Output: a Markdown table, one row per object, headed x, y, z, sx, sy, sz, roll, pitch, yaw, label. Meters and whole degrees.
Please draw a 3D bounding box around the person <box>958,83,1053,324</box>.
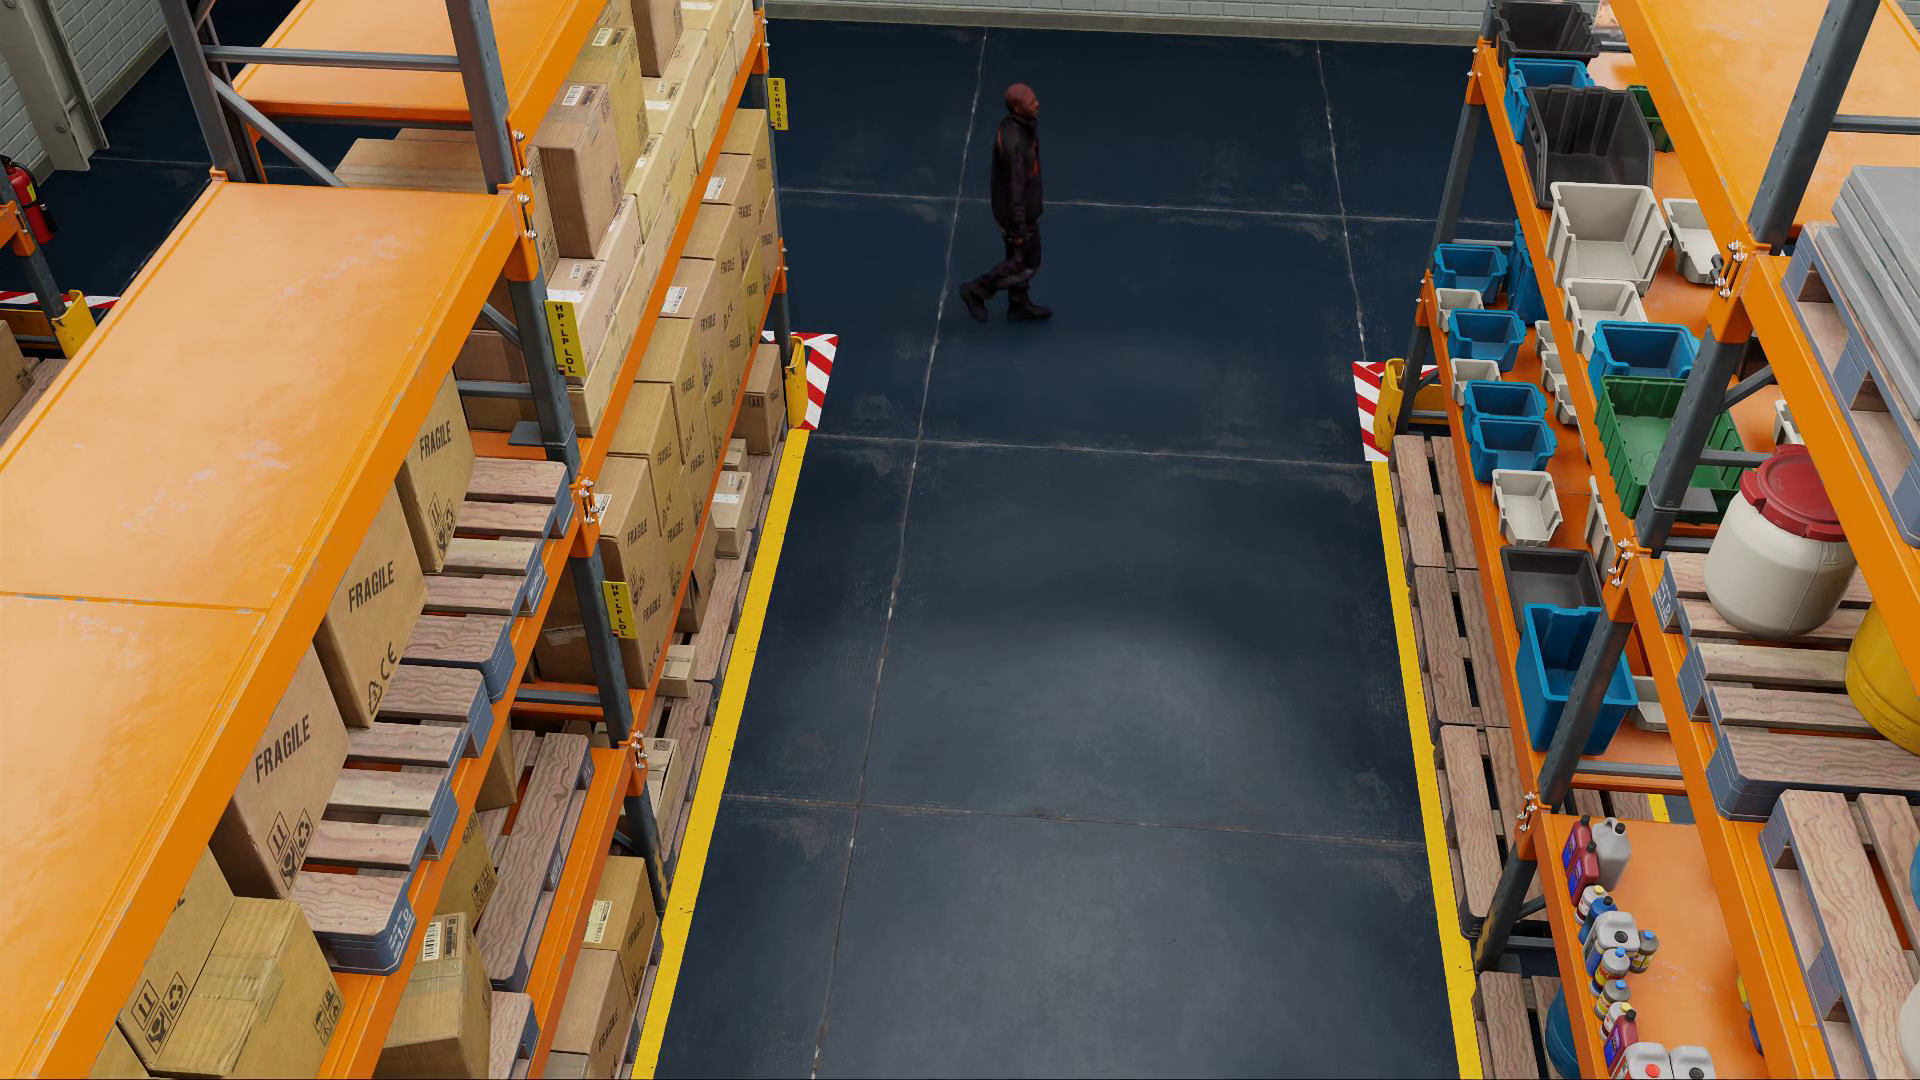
| x | y | z | sx | sy | sz | roll | pitch | yaw | label |
| --- | --- | --- | --- | --- | --- | --- | --- | --- | --- |
| 0.291 | -2.243 | 11.284 | 0.772 | 1.812 | 0.834 | 2 | 43 | 2 | person |
